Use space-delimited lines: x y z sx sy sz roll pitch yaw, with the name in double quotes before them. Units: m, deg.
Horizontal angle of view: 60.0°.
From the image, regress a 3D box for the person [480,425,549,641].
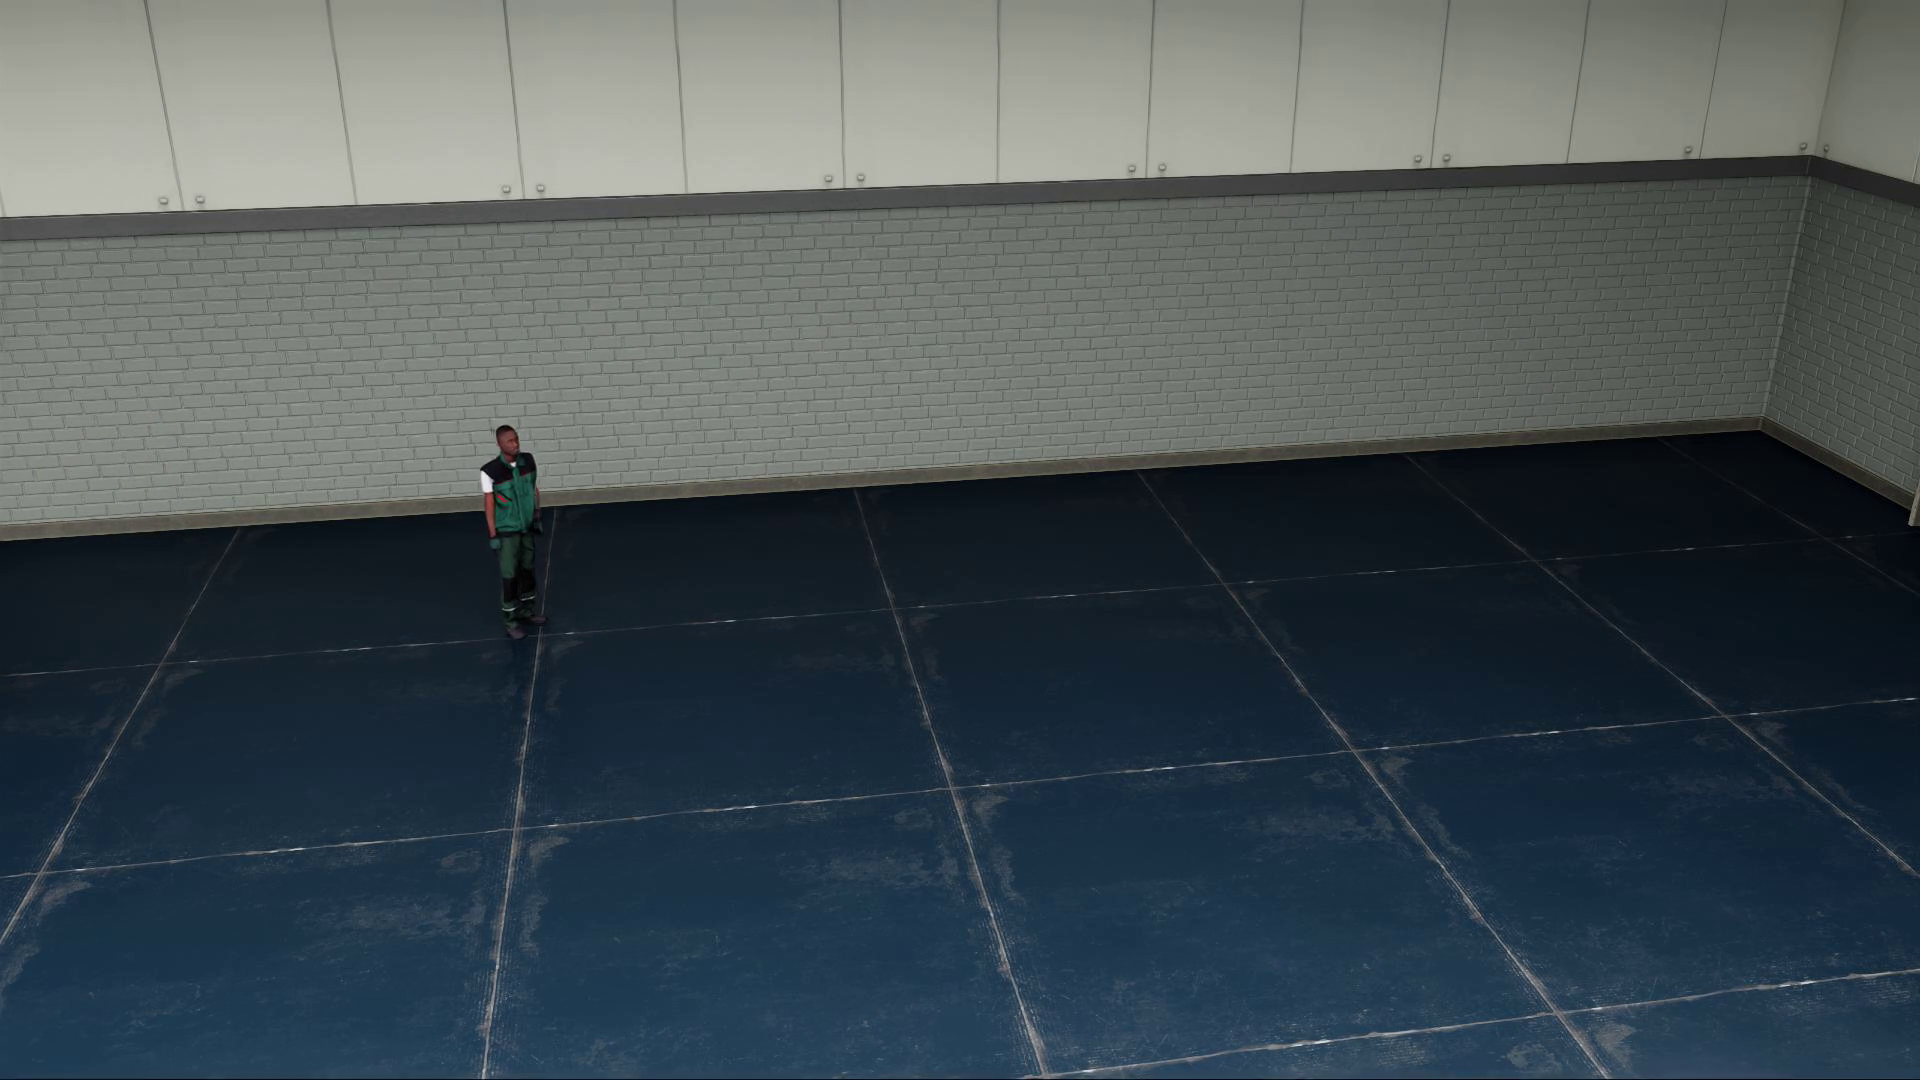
"person" -3.706 -0.102 13.763 0.877 1.832 0.821 14 27 30
